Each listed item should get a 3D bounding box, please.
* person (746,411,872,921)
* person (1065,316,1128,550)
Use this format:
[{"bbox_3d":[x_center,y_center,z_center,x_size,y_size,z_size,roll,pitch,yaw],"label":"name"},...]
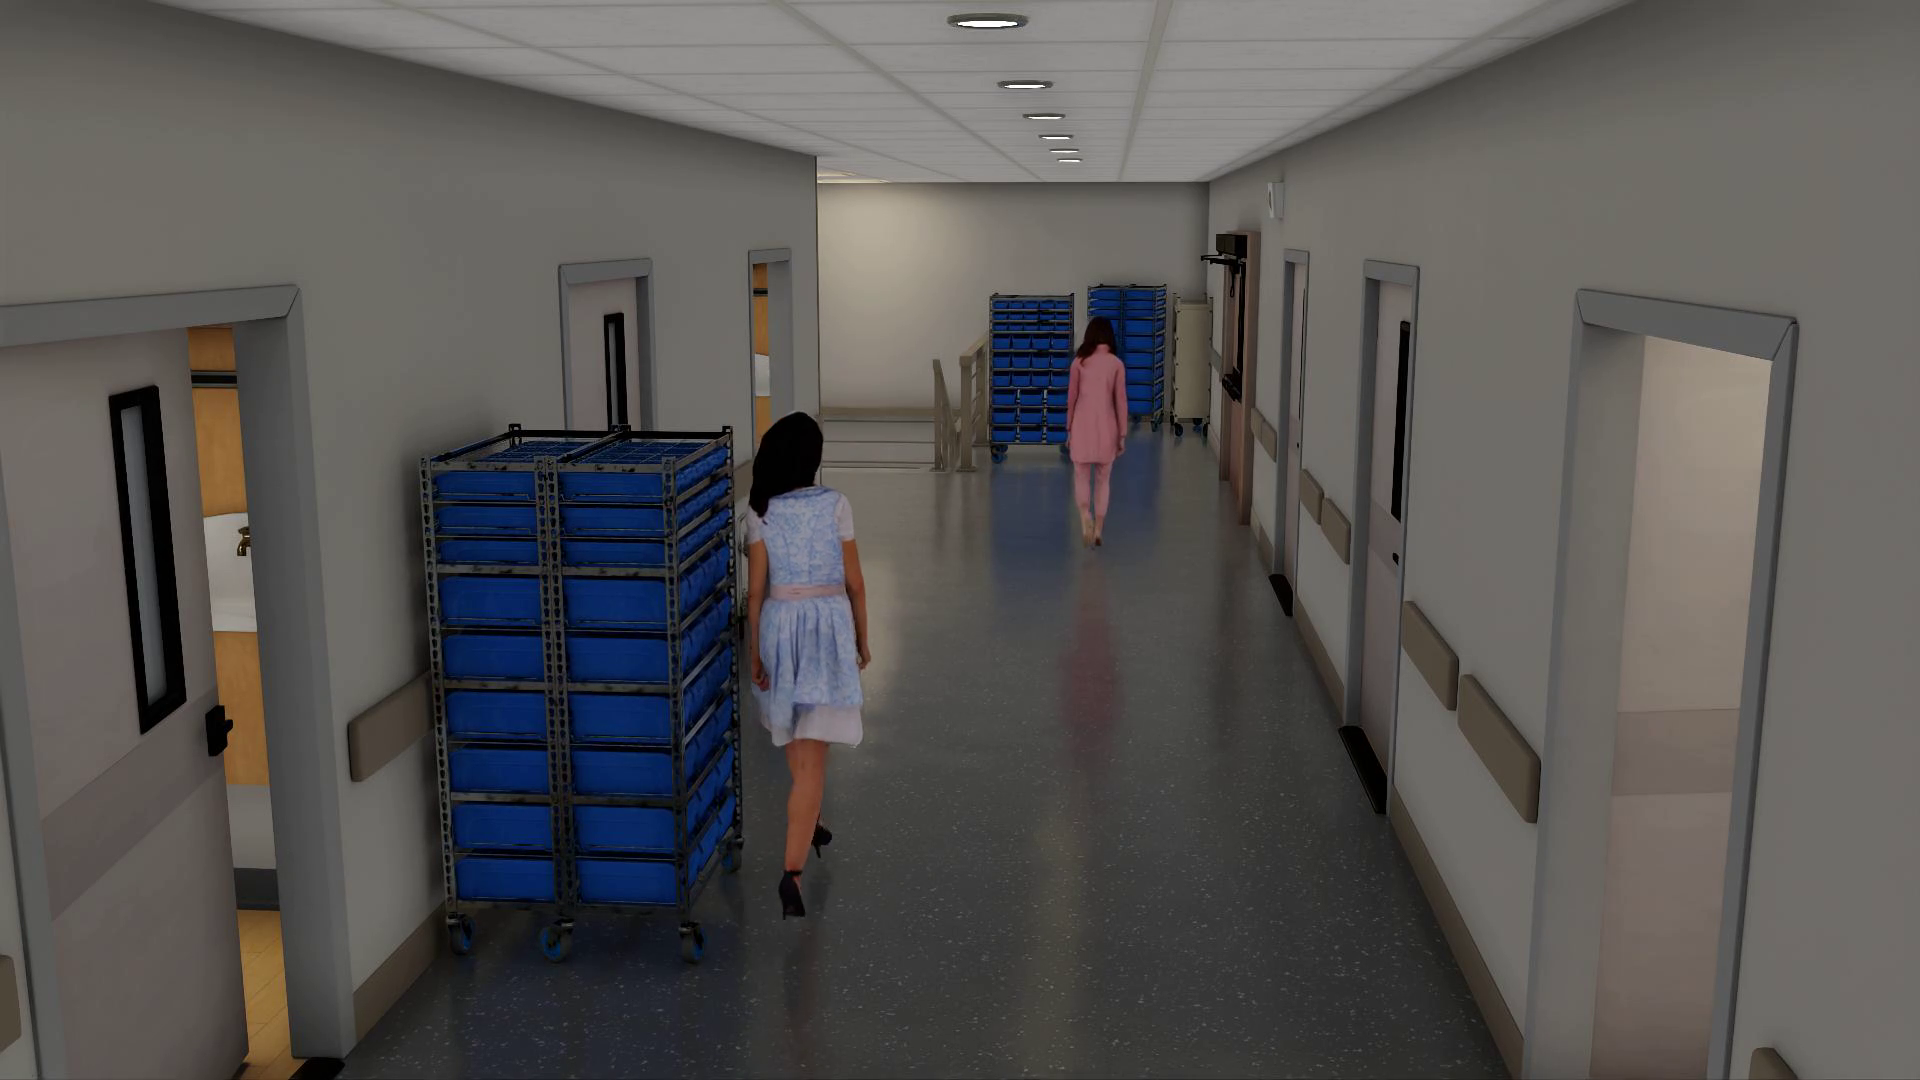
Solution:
[{"bbox_3d":[-0.553,0.484,5.948,0.703,1.768,1.200,2,11,9],"label":"person"},{"bbox_3d":[1.004,-0.758,12.471,0.653,1.777,1.010,0,11,1],"label":"person"}]
